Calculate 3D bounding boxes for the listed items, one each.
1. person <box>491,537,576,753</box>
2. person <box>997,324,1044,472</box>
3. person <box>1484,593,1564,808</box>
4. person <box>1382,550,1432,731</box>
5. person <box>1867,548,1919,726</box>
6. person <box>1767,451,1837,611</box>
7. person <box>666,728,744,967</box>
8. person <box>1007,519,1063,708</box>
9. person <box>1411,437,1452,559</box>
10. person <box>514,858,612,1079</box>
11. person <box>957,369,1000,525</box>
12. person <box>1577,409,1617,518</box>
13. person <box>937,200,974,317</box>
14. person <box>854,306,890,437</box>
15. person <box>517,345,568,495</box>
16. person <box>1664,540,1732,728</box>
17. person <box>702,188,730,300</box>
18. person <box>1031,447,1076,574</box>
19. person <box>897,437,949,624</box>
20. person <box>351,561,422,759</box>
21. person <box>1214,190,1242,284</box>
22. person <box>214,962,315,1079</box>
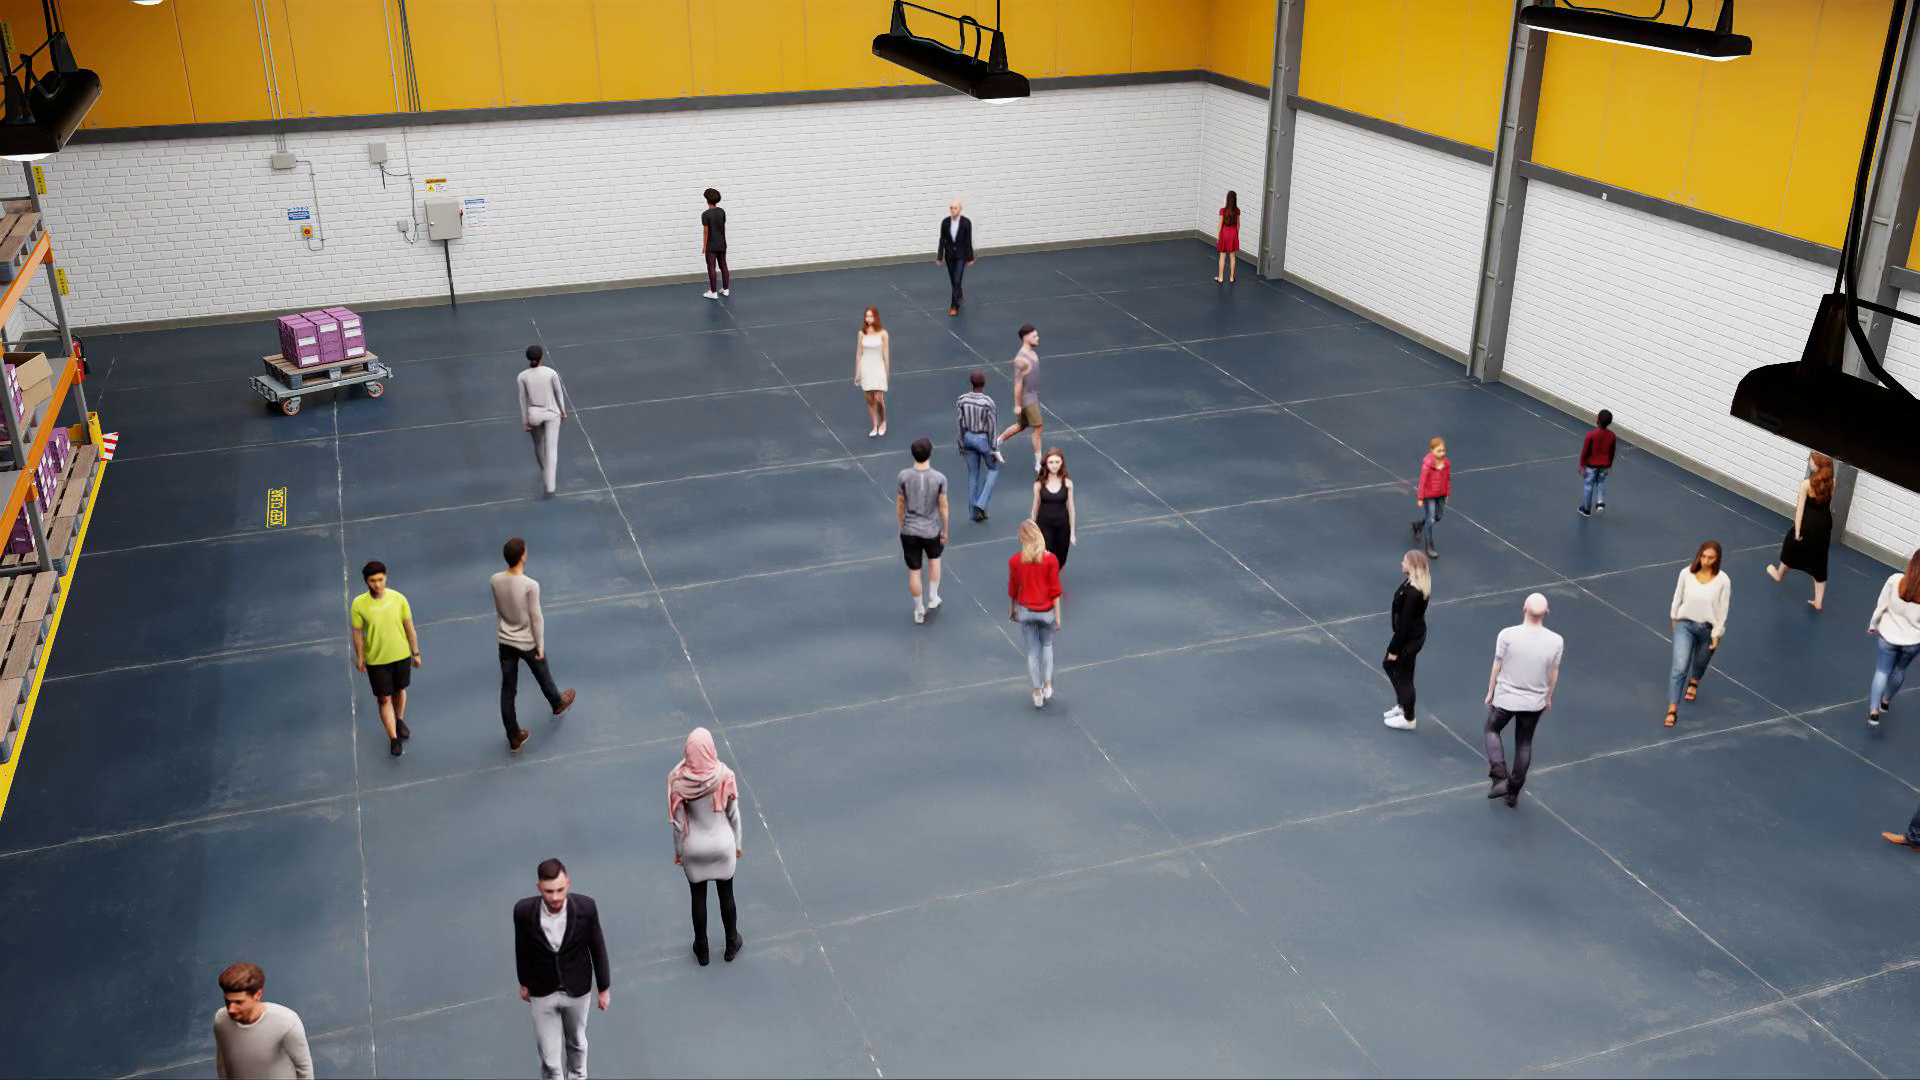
[{"bbox_3d":[-3.721,0.911,13.869,1.077,1.825,1.219,6,24,13],"label":"person"},{"bbox_3d":[0.716,-1.699,19.872,1.124,1.817,1.161,6,24,13],"label":"person"},{"bbox_3d":[4.375,1.300,12.990,0.835,1.817,0.886,3,24,7],"label":"person"},{"bbox_3d":[3.916,0.877,14.135,0.789,1.675,0.720,9,25,20],"label":"person"},{"bbox_3d":[8.005,0.873,14.176,1.010,1.650,1.036,15,28,30],"label":"person"},{"bbox_3d":[8.460,-0.067,16.424,0.834,1.572,1.193,-1,24,-1],"label":"person"},{"bbox_3d":[-1.705,2.067,11.251,0.672,1.804,0.646,-4,24,-9],"label":"person"},{"bbox_3d":[0.685,0.678,14.598,0.760,1.669,0.801,6,24,14],"label":"person"},{"bbox_3d":[5.016,-0.485,17.717,0.504,1.302,0.779,-8,25,-18],"label":"person"},{"bbox_3d":[-2.371,2.629,9.940,0.771,1.825,0.924,-4,24,-9],"label":"person"},{"bbox_3d":[0.172,-0.978,18.244,0.761,1.784,0.817,10,26,22],"label":"person"},{"bbox_3d":[7.147,-0.840,18.597,0.546,1.248,0.565,-3,24,-6],"label":"person"},{"bbox_3d":[-0.043,-4.495,26.305,1.163,1.771,1.310,7,25,15],"label":"person"},{"bbox_3d":[-1.075,-2.149,21.030,0.679,1.698,0.728,7,25,16],"label":"person"},{"bbox_3d":[-4.824,-1.366,19.252,0.871,1.687,1.240,-1,24,-3],"label":"person"},{"bbox_3d":[6.431,0.761,14.445,1.084,1.639,1.084,14,27,29],"label":"person"},{"bbox_3d":[-3.990,-4.844,27.088,0.729,1.784,0.711,20,31,38],"label":"person"},{"bbox_3d":[0.892,-0.125,16.366,0.710,1.724,0.990,-1,24,-3],"label":"person"},{"bbox_3d":[-0.390,-0.060,16.052,0.798,1.856,0.889,0,24,0],"label":"person"},{"bbox_3d":[-4.849,0.925,14.008,0.759,1.690,0.963,-14,27,-29],"label":"person"},{"bbox_3d":[4.523,-5.121,28.013,0.605,1.551,0.667,-2,24,-5],"label":"person"},{"bbox_3d":[-3.686,3.038,8.910,0.750,1.901,0.717,2,24,4],"label":"person"}]
